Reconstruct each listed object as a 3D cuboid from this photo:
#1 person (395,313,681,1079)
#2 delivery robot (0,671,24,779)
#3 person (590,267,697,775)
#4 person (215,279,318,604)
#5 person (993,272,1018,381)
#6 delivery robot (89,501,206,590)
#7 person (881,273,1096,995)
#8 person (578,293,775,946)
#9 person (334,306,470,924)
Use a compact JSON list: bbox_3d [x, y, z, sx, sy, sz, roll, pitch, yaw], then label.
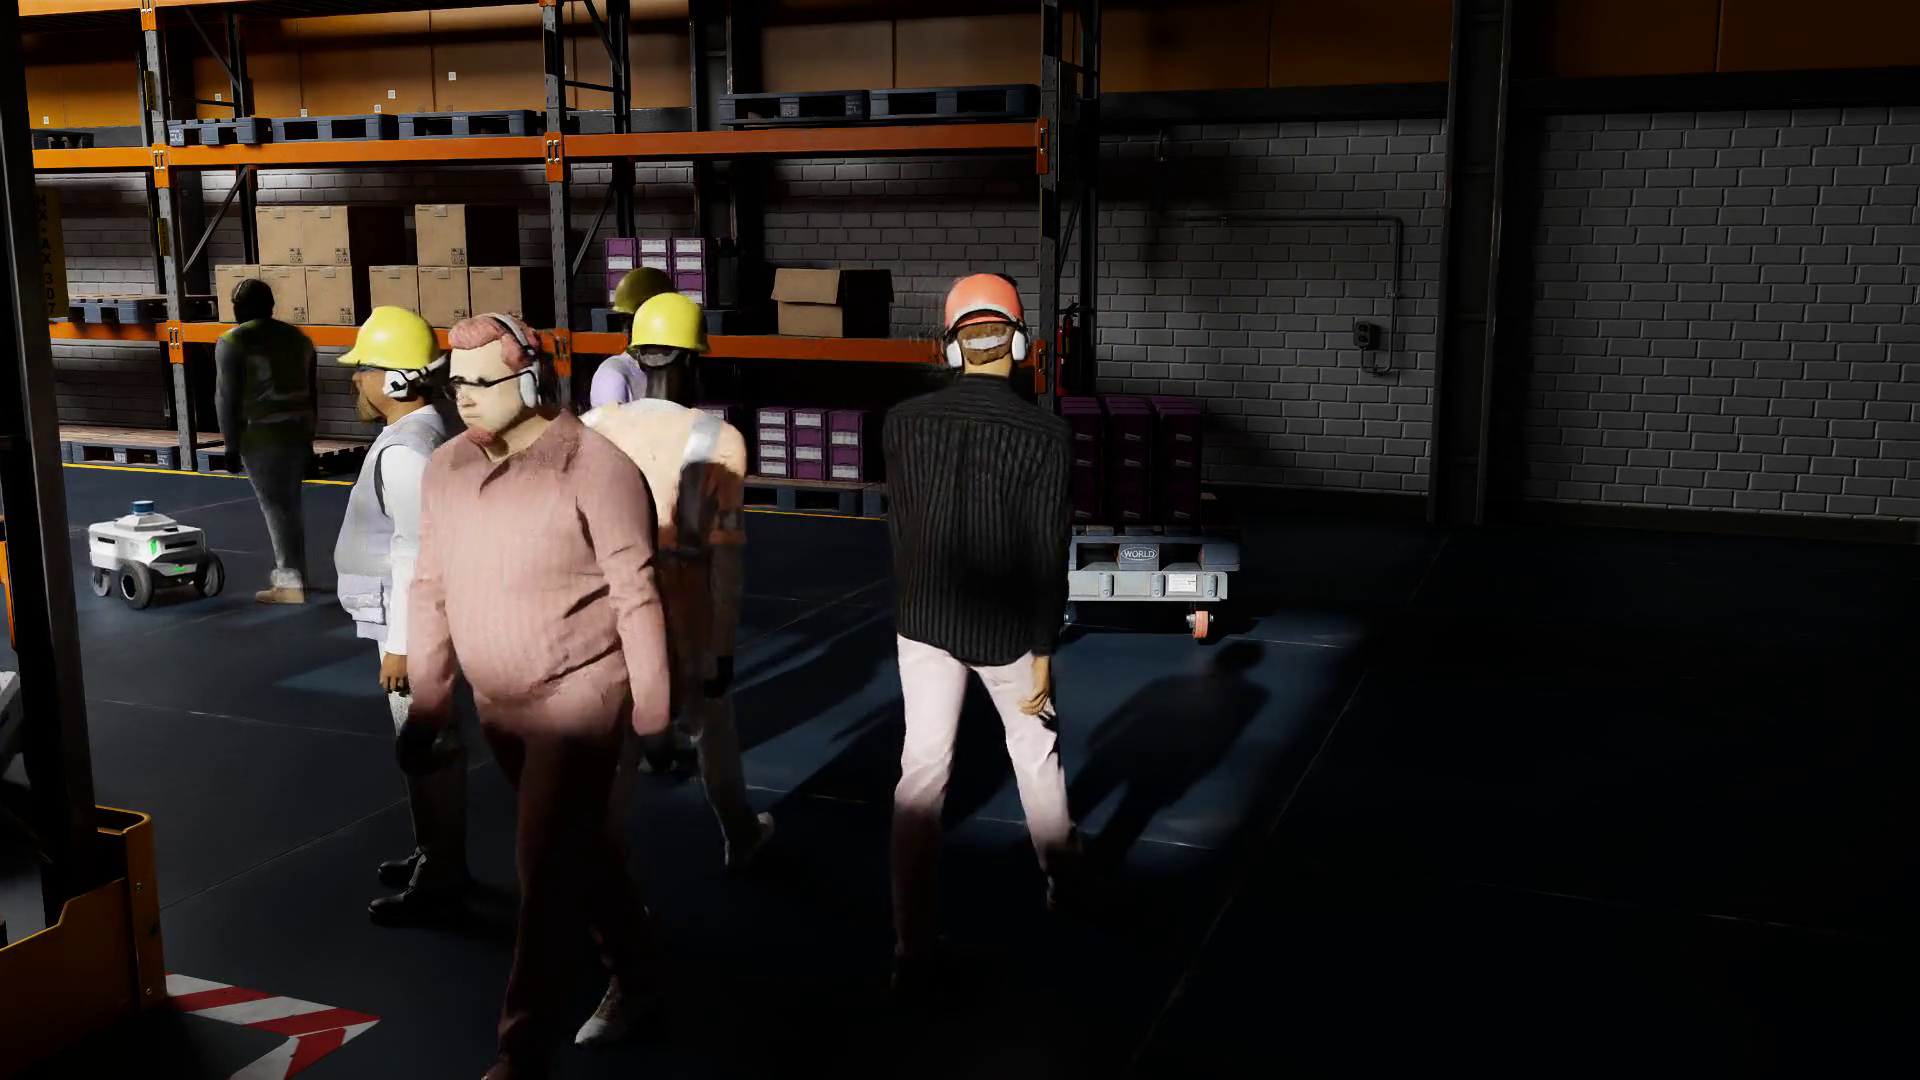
[{"bbox_3d":[-1.056,0.406,3.928,0.631,1.857,0.990,7,12,33],"label":"person"},{"bbox_3d":[-3.551,0.655,5.892,0.477,0.478,0.707,-4,11,-20],"label":"delivery robot"},{"bbox_3d":[-1.192,-0.077,6.406,0.373,1.925,0.595,2,10,10],"label":"person"},{"bbox_3d":[-3.918,-0.555,9.411,0.591,1.813,0.629,4,11,21],"label":"person"},{"bbox_3d":[0.242,-0.717,10.234,0.447,1.831,0.551,2,10,10],"label":"person"},{"bbox_3d":[-4.607,0.021,9.423,0.707,0.478,0.477,7,12,34],"label":"delivery robot"},{"bbox_3d":[0.064,0.225,4.707,0.604,1.923,0.985,4,11,21],"label":"person"},{"bbox_3d":[-0.875,0.203,5.006,0.589,1.874,0.971,3,10,14],"label":"person"},{"bbox_3d":[-1.652,0.222,4.996,0.404,1.836,0.590,-2,10,-12],"label":"person"}]
